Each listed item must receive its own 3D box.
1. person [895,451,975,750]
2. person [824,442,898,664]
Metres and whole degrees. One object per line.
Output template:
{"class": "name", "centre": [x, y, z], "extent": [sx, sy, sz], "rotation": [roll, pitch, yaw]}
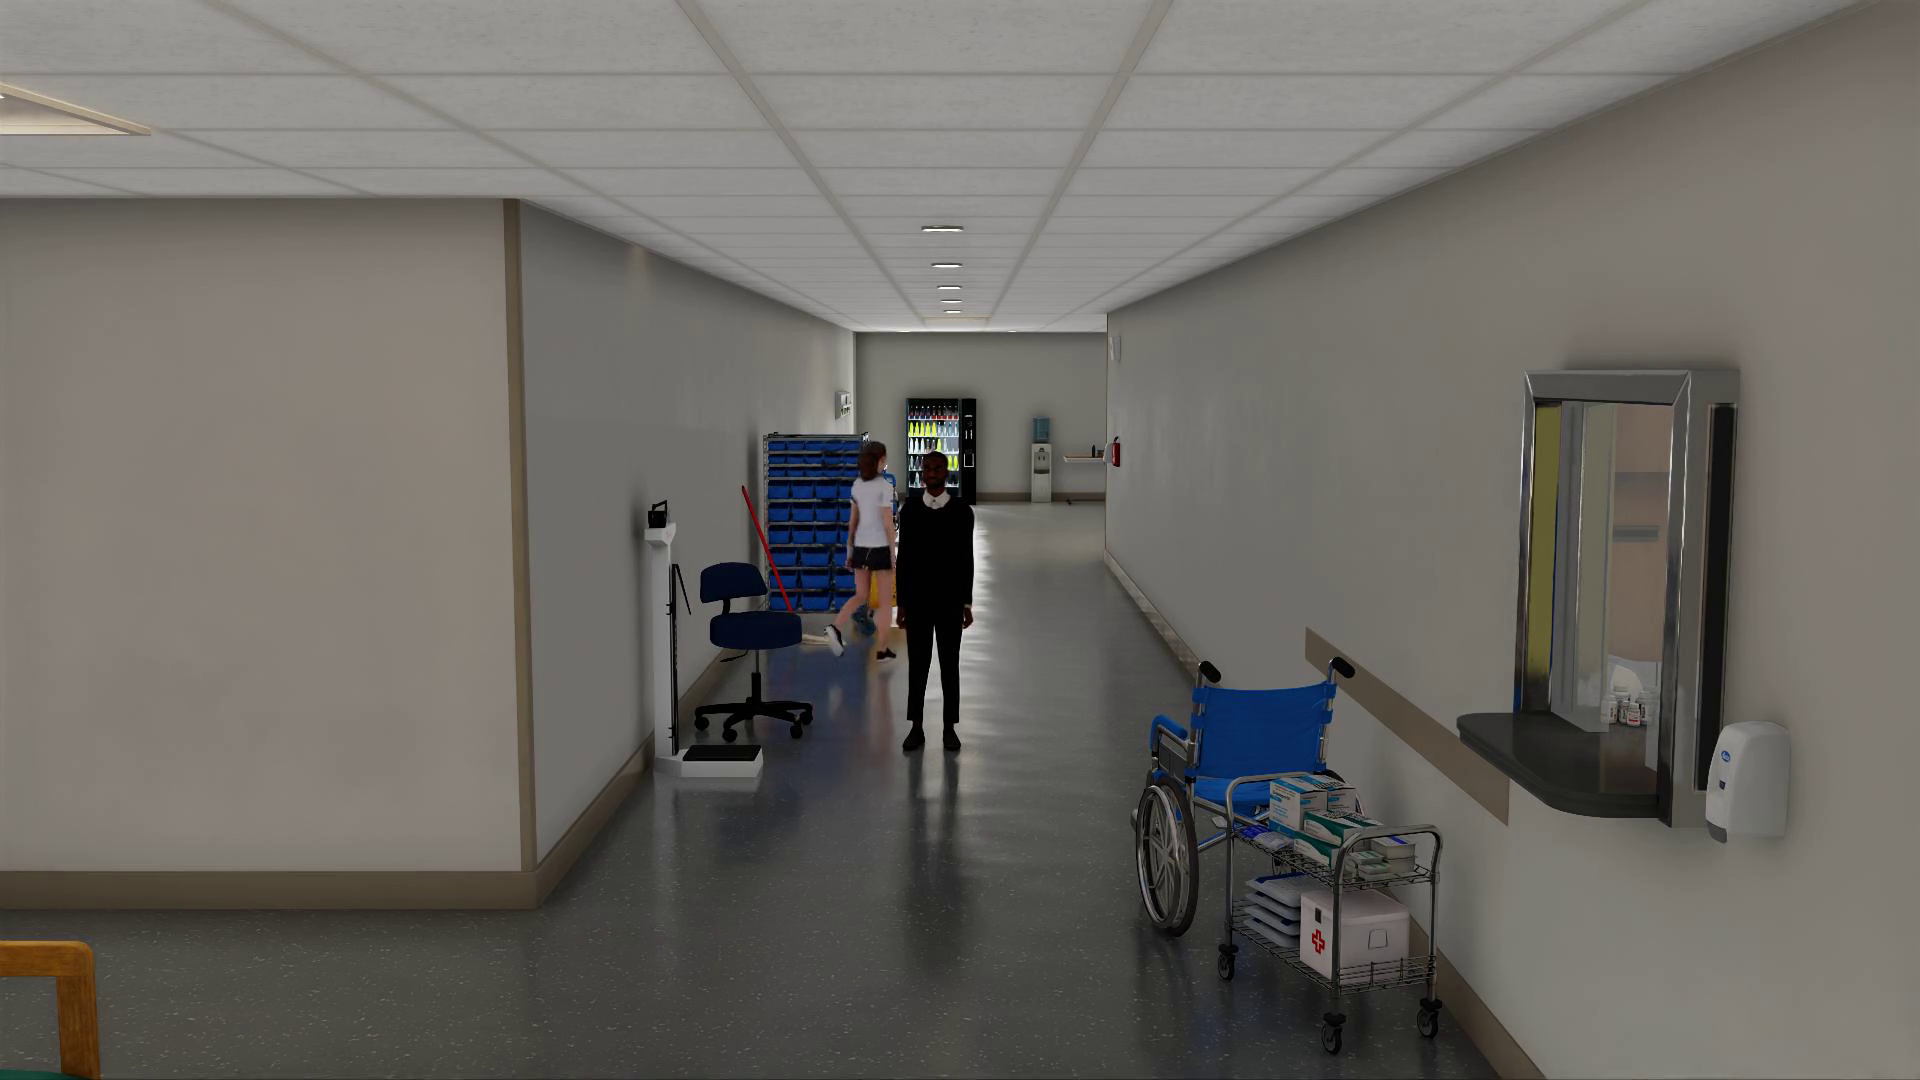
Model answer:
{"class": "person", "centre": [-0.156, 0.355, 10.156], "extent": [0.463, 1.810, 0.680], "rotation": [0, 6, 0]}
{"class": "person", "centre": [-0.733, 0.130, 12.816], "extent": [1.014, 1.726, 0.977], "rotation": [4, 7, 36]}
